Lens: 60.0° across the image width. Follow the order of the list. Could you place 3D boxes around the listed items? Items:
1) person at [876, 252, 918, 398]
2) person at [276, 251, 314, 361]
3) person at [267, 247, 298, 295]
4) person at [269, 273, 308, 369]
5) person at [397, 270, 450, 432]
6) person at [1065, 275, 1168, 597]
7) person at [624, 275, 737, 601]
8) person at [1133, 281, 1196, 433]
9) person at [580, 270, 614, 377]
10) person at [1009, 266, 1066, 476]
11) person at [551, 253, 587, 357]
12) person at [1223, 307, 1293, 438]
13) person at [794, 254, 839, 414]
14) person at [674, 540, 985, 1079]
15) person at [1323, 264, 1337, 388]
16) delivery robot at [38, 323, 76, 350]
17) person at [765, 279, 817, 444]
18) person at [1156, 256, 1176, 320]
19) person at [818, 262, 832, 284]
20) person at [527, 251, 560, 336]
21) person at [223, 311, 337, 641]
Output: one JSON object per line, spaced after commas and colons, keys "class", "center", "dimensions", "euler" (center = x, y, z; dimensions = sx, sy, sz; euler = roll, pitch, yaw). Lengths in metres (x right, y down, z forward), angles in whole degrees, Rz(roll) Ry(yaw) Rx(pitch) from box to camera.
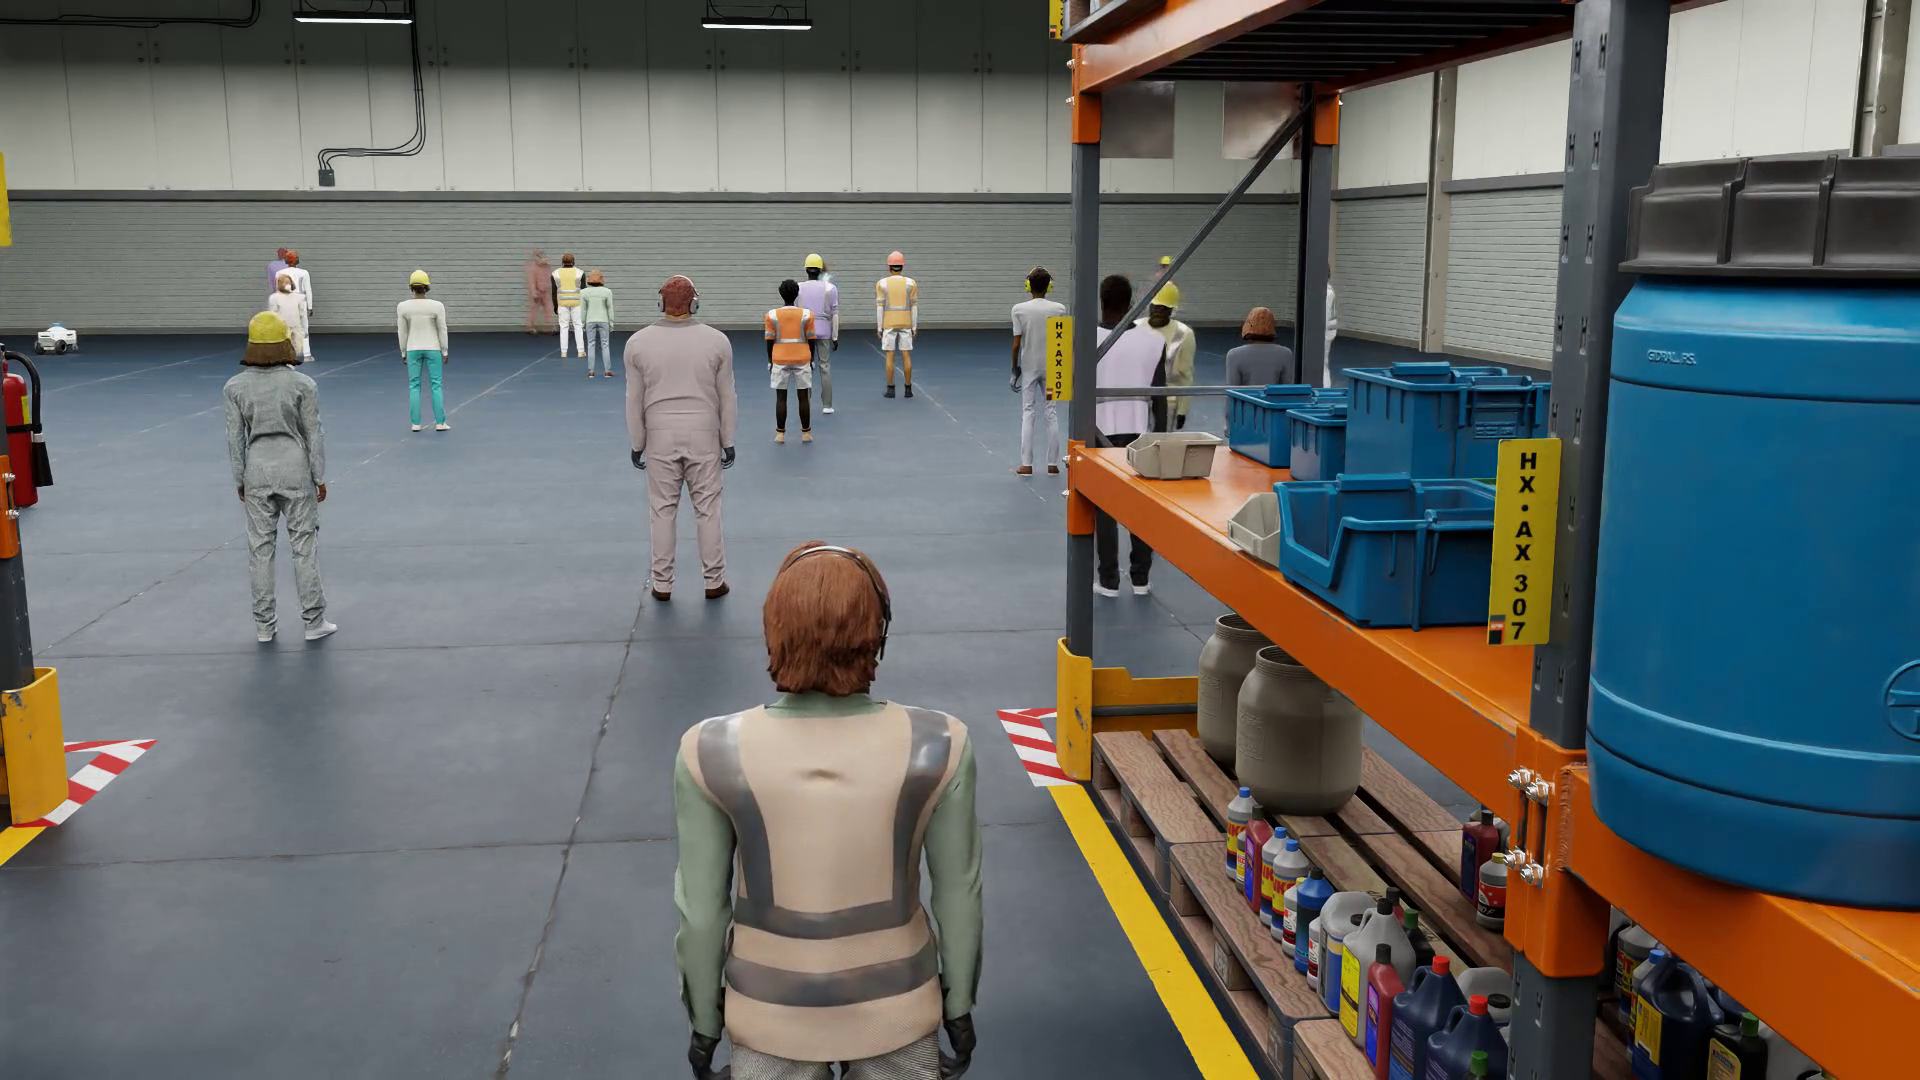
{"class": "person", "center": [-0.840, -2.850, 22.128], "dimensions": [0.567, 1.928, 0.433], "euler": [-2, 10, -10]}
{"class": "person", "center": [-11.385, -3.994, 28.496], "dimensions": [0.575, 1.884, 0.355], "euler": [-1, 10, -7]}
{"class": "person", "center": [-14.441, -5.302, 35.608], "dimensions": [0.641, 1.908, 0.407], "euler": [-1, 10, -7]}
{"class": "person", "center": [-9.646, -3.016, 23.865], "dimensions": [0.585, 1.611, 0.510], "euler": [10, 14, 43]}
{"class": "person", "center": [-5.880, -2.067, 18.249], "dimensions": [0.526, 1.772, 0.308], "euler": [-1, 10, -7]}
{"class": "person", "center": [0.951, -0.606, 9.895], "dimensions": [0.628, 1.907, 0.386], "euler": [-3, 11, -14]}
{"class": "person", "center": [-1.628, -0.590, 9.776], "dimensions": [0.641, 1.908, 0.407], "euler": [-1, 10, -7]}
{"class": "person", "center": [1.448, -1.036, 12.484], "dimensions": [0.620, 1.809, 0.412], "euler": [5, 12, 27]}
{"class": "person", "center": [-5.521, -3.289, 25.320], "dimensions": [0.500, 1.633, 0.279], "euler": [-1, 10, -7]}
{"class": "person", "center": [0.699, -1.501, 14.872], "dimensions": [0.515, 1.872, 0.328], "euler": [-1, 10, -7]}
{"class": "person", "center": [-6.941, -4.178, 29.622], "dimensions": [0.625, 1.844, 0.429], "euler": [-1, 10, -7]}
{"class": "person", "center": [2.140, -0.854, 11.970], "dimensions": [0.500, 1.633, 0.279], "euler": [-1, 10, -7]}
{"class": "person", "center": [-1.753, -2.469, 20.018], "dimensions": [0.588, 1.927, 0.370], "euler": [-1, 10, -7]}
{"class": "person", "center": [-0.213, 0.817, 2.792], "dimensions": [0.515, 1.641, 0.309], "euler": [-1, 10, -7]}
{"class": "person", "center": [4.350, -2.432, 20.056], "dimensions": [0.349, 1.855, 0.709], "euler": [0, 10, 3]}
{"class": "delivery robot", "center": [-16.446, -3.703, 30.291], "dimensions": [0.477, 0.478, 0.707], "euler": [1, 10, 4]}
{"class": "person", "center": [-1.742, -1.834, 17.163], "dimensions": [0.536, 1.700, 0.318], "euler": [-1, 10, -7]}
{"class": "person", "center": [4.125, -4.842, 33.511], "dimensions": [0.530, 1.754, 0.431], "euler": [-8, 13, -36]}
{"class": "person", "center": [-2.896, -5.049, 34.995], "dimensions": [0.520, 1.625, 0.398], "euler": [3, 11, 16]}
{"class": "person", "center": [-9.069, -5.323, 35.981], "dimensions": [1.077, 1.823, 0.648], "euler": [8, 13, 38]}
{"class": "person", "center": [-3.593, -0.330, 8.791], "dimensions": [0.487, 1.746, 0.289], "euler": [-1, 10, -7]}
